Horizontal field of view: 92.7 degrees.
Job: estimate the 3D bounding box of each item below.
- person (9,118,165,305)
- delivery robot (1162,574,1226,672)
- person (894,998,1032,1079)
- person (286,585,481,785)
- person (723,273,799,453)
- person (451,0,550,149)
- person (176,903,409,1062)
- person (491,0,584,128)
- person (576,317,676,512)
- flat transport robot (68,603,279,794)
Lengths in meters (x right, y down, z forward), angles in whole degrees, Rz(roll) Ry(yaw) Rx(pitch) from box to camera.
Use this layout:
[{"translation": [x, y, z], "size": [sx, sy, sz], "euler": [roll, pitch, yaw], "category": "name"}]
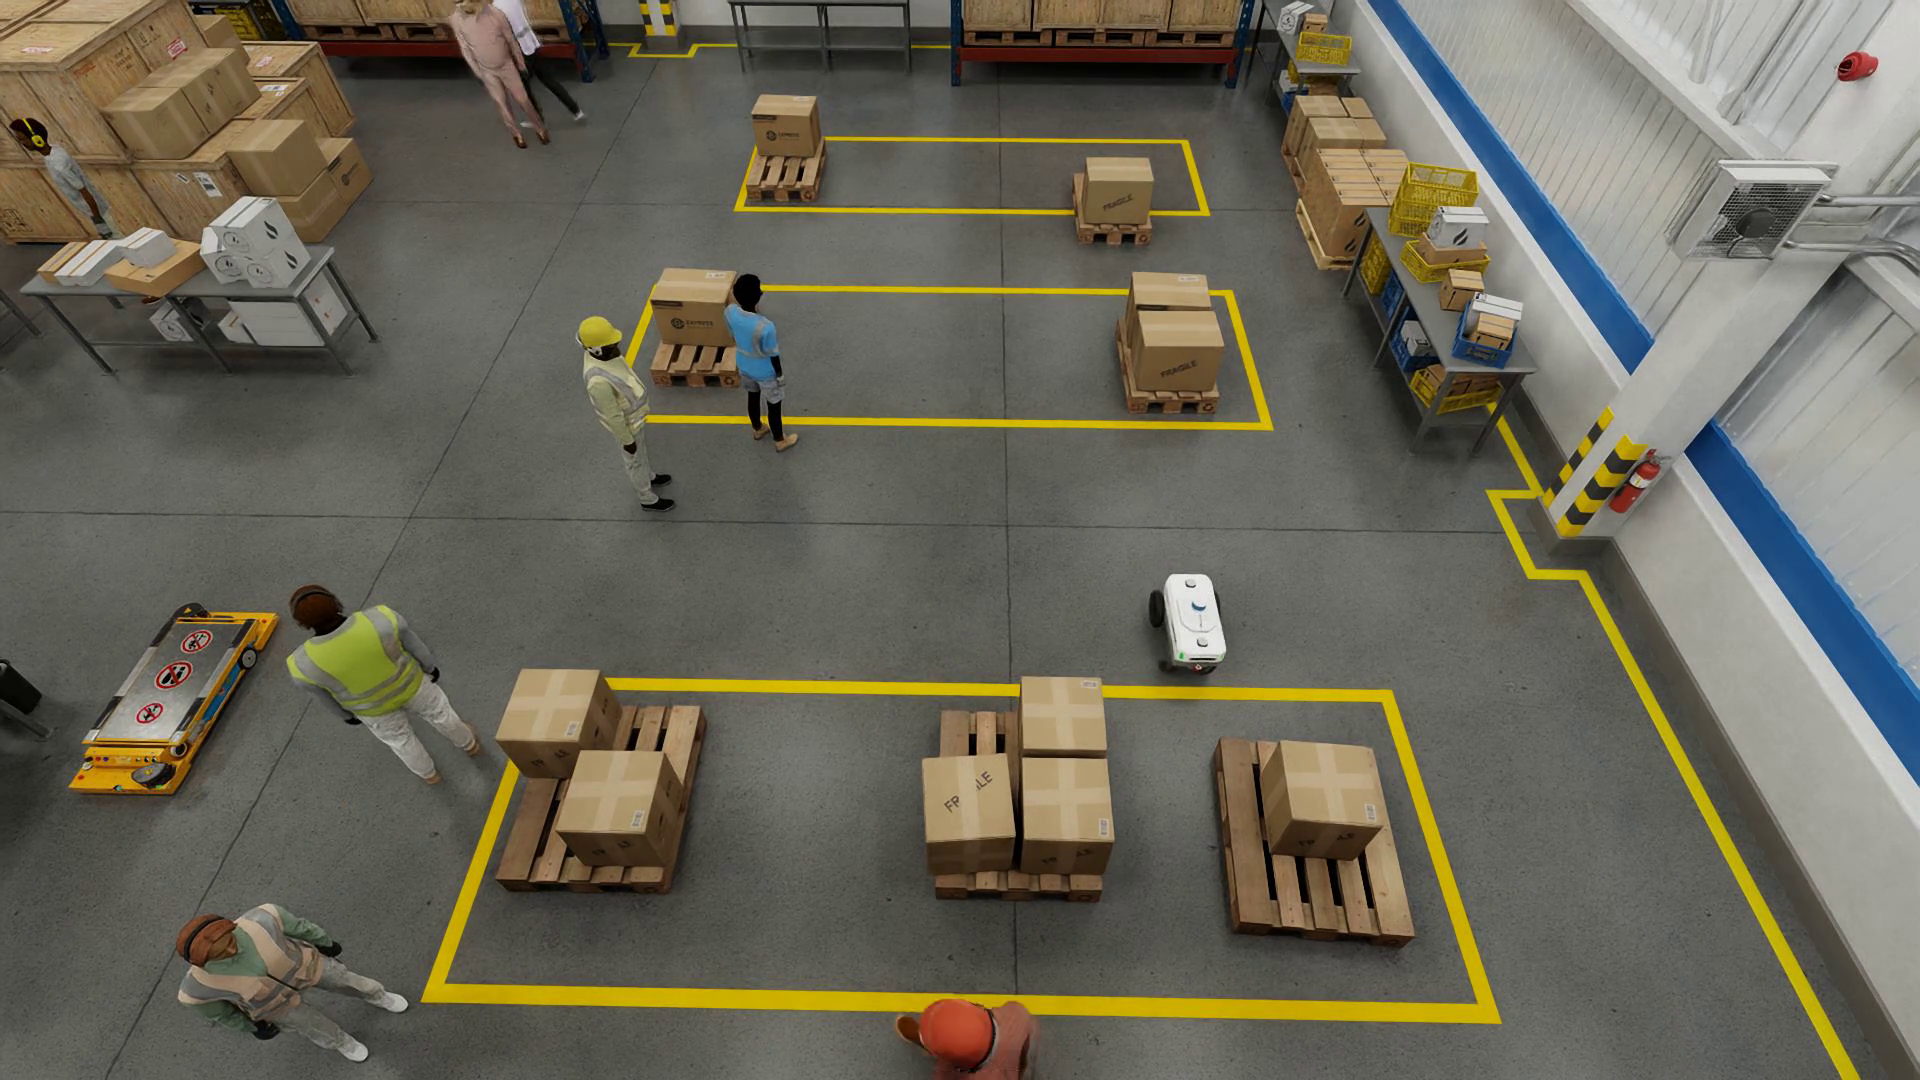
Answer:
[{"translation": [-8.545, -3.220, 9.031], "size": [0.328, 1.876, 0.513], "euler": [-36, 59, -27], "category": "person"}, {"translation": [1.685, 0.584, 6.611], "size": [0.477, 0.478, 0.707], "euler": [0, 50, 0], "category": "delivery robot"}, {"translation": [0.013, 2.454, 4.201], "size": [1.028, 1.926, 0.597], "euler": [29, 56, 23], "category": "person"}, {"translation": [-3.496, 0.896, 5.577], "size": [0.619, 1.835, 0.429], "euler": [-37, 59, -27], "category": "person"}, {"translation": [-1.669, -1.453, 7.656], "size": [0.533, 1.691, 0.319], "euler": [30, 56, 23], "category": "person"}, {"translation": [-5.628, -5.738, 11.164], "size": [0.665, 1.878, 0.439], "euler": [-12, 51, -10], "category": "person"}, {"translation": [-3.352, 2.218, 4.587], "size": [0.313, 1.634, 0.514], "euler": [19, 52, 15], "category": "person"}, {"translation": [-5.384, -6.143, 11.517], "size": [0.824, 1.873, 0.612], "euler": [5, 50, 4], "category": "person"}, {"translation": [-2.600, -0.972, 7.155], "size": [0.404, 1.830, 0.602], "euler": [-11, 51, -9], "category": "person"}, {"translation": [-5.504, 1.072, 6.442], "size": [0.652, 0.197, 1.431], "euler": [1, 50, 1], "category": "flat transport robot"}]
